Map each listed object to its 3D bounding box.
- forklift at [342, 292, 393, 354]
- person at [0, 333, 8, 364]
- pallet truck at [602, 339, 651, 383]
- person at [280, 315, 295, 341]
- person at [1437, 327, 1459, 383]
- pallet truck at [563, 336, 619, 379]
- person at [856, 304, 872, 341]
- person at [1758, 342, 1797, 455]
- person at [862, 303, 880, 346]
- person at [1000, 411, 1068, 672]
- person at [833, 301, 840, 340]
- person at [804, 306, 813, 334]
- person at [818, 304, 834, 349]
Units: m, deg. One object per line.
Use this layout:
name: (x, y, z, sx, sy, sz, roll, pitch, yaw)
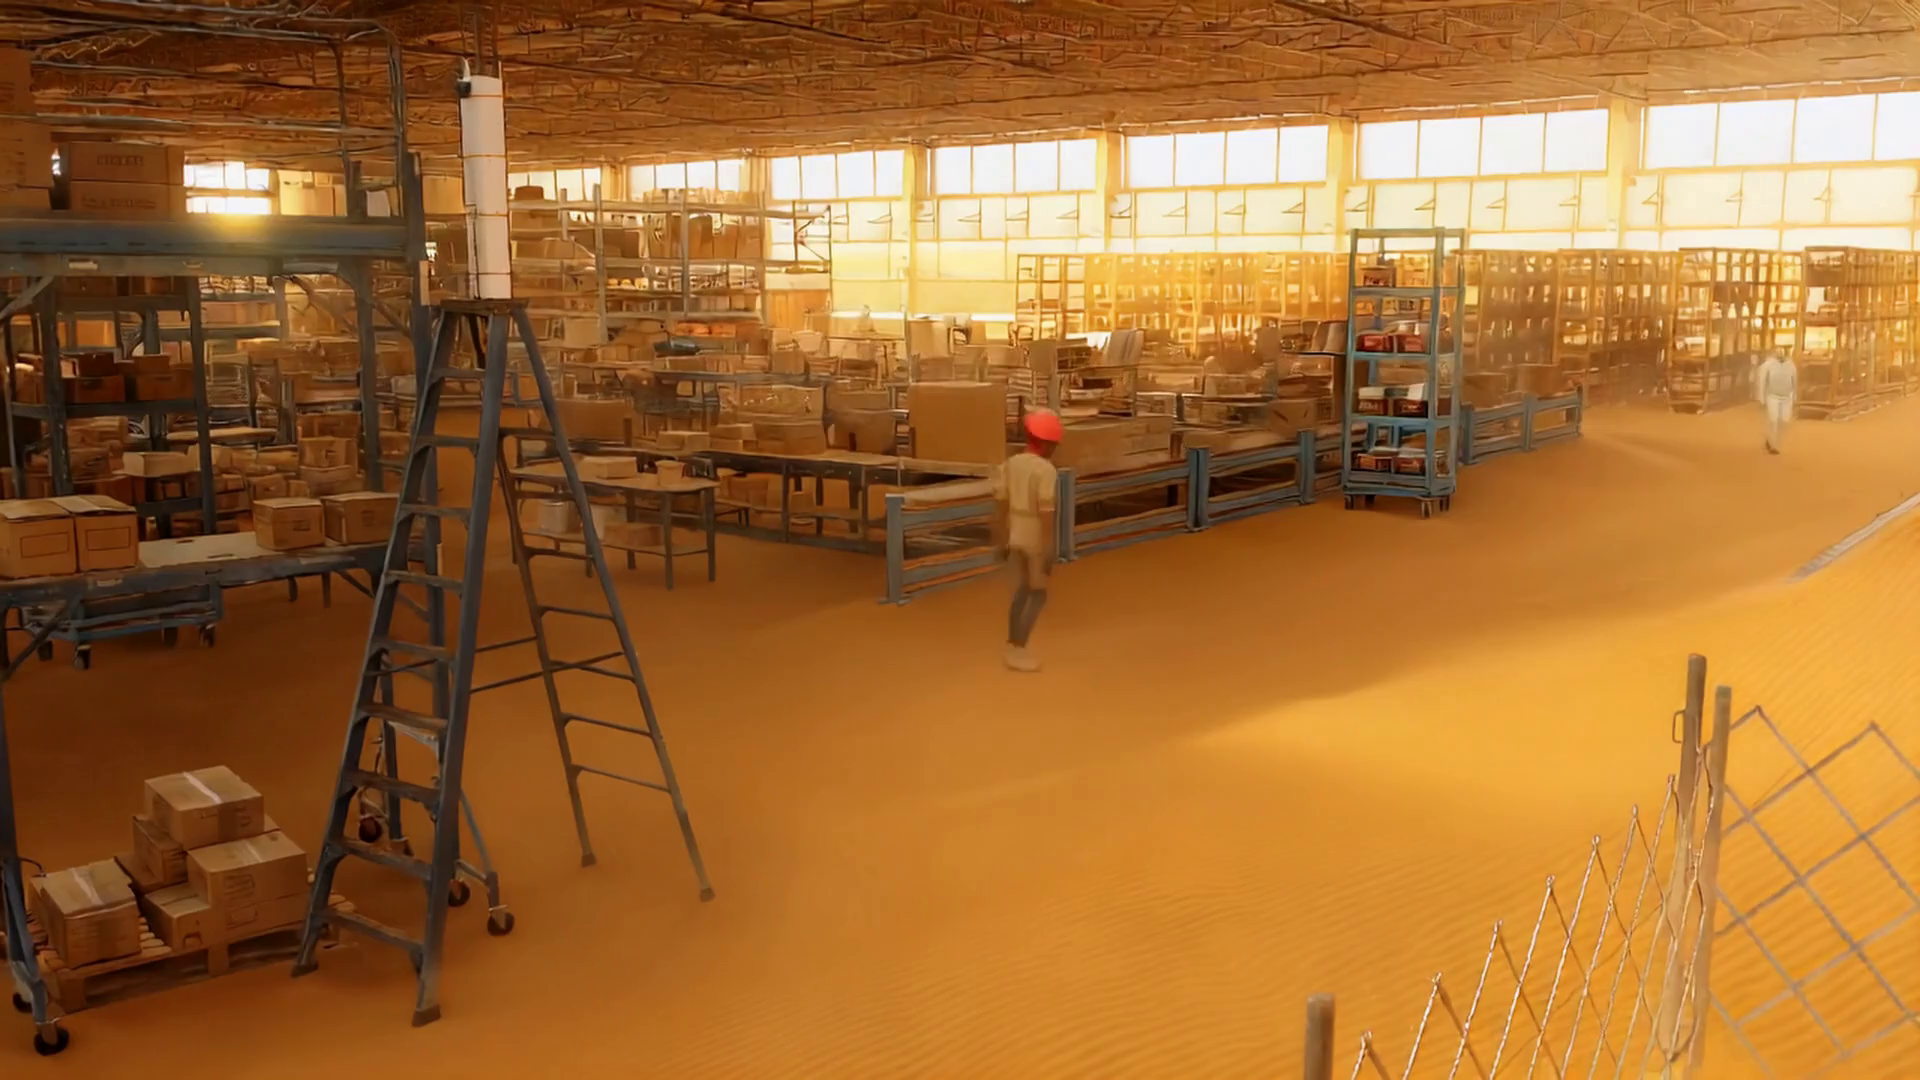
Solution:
forklift: (-16.485, -5.622, 45.120, 1.129, 2.768, 1.873, 7, 11, 37)
person: (-26.877, -5.336, 46.404, 0.661, 1.889, 0.635, 7, 11, 37)
pallet truck: (-8.991, -4.871, 45.351, 0.653, 1.274, 1.630, 7, 11, 37)
person: (-18.362, -5.217, 45.571, 0.513, 1.919, 0.644, -7, 11, -35)
person: (11.020, -3.922, 37.810, 0.626, 1.812, 0.572, -8, 12, -40)
pallet truck: (-10.690, -5.294, 48.215, 1.601, 1.201, 0.680, -5, 10, -26)
person: (-3.497, -7.574, 60.262, 0.619, 1.931, 0.727, -3, 10, -17)
person: (13.712, -2.378, 27.951, 0.663, 1.887, 0.495, -1, 9, -4)
person: (-3.776, -8.968, 69.364, 0.893, 1.808, 0.629, 2, 9, 14)
person: (0.517, 0.019, 12.712, 0.442, 2.016, 0.734, -6, 11, -32)
person: (-5.148, -8.983, 69.142, 0.919, 1.896, 0.566, 6, 11, 35)
person: (-6.029, -8.374, 65.762, 0.321, 1.767, 0.533, -8, 12, -39)
person: (-4.912, -7.641, 60.643, 0.623, 1.953, 1.004, 2, 9, 11)
